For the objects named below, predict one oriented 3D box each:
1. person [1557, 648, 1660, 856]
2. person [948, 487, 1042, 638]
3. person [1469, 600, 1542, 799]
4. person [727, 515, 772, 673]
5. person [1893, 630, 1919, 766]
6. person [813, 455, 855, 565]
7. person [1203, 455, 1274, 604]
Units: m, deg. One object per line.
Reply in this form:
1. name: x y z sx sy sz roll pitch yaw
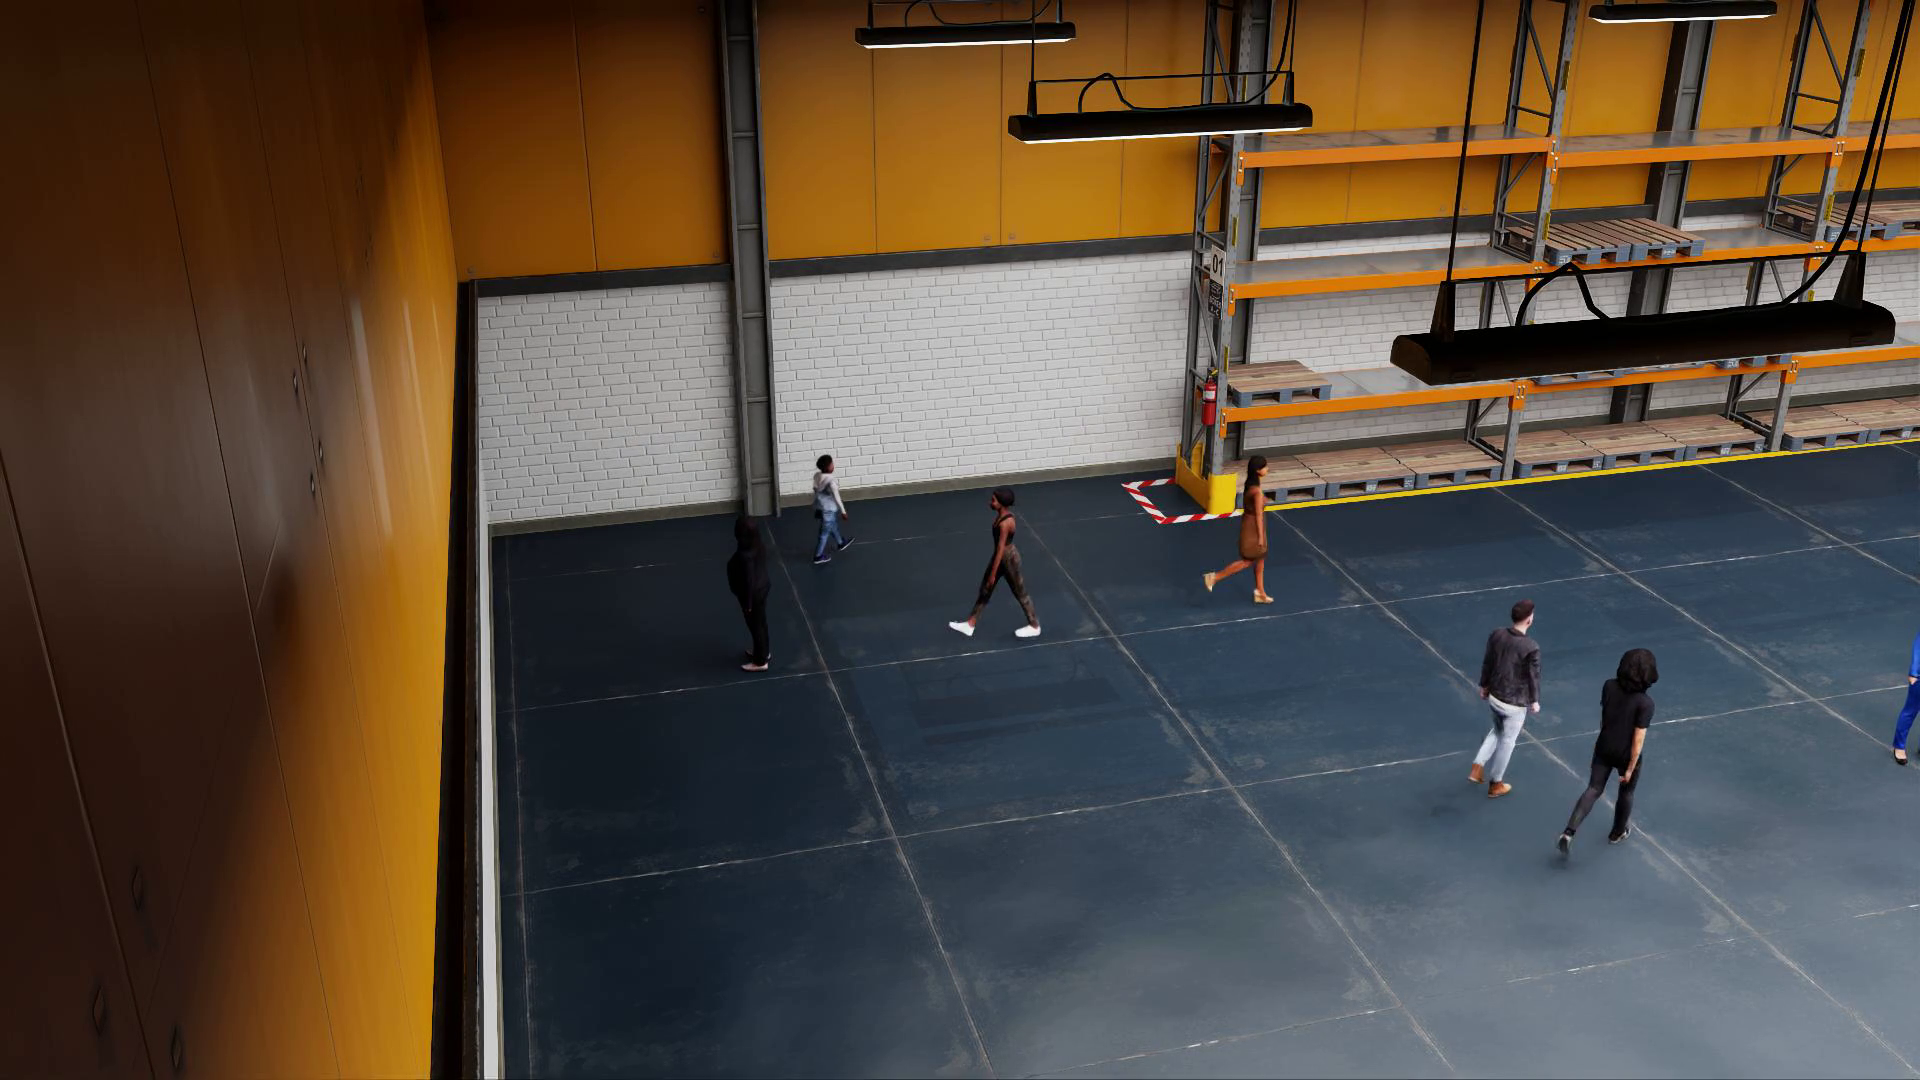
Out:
1. person: 5.157 1.705 13.208 1.168 1.801 0.919 -18 30 -36
2. person: 0.547 0.276 16.677 1.216 1.640 0.774 -1 24 -2
3. person: 4.548 1.368 13.951 0.737 1.824 0.740 -14 27 -29
4. person: -2.011 0.504 16.188 0.730 1.616 0.730 1 24 3
5. person: 8.536 1.164 14.570 0.591 1.701 0.741 1 24 3
6. person: -1.532 -0.323 18.560 0.901 1.229 0.689 -17 29 -34
7. person: 2.992 -0.075 17.444 1.062 1.670 0.782 1 24 2
